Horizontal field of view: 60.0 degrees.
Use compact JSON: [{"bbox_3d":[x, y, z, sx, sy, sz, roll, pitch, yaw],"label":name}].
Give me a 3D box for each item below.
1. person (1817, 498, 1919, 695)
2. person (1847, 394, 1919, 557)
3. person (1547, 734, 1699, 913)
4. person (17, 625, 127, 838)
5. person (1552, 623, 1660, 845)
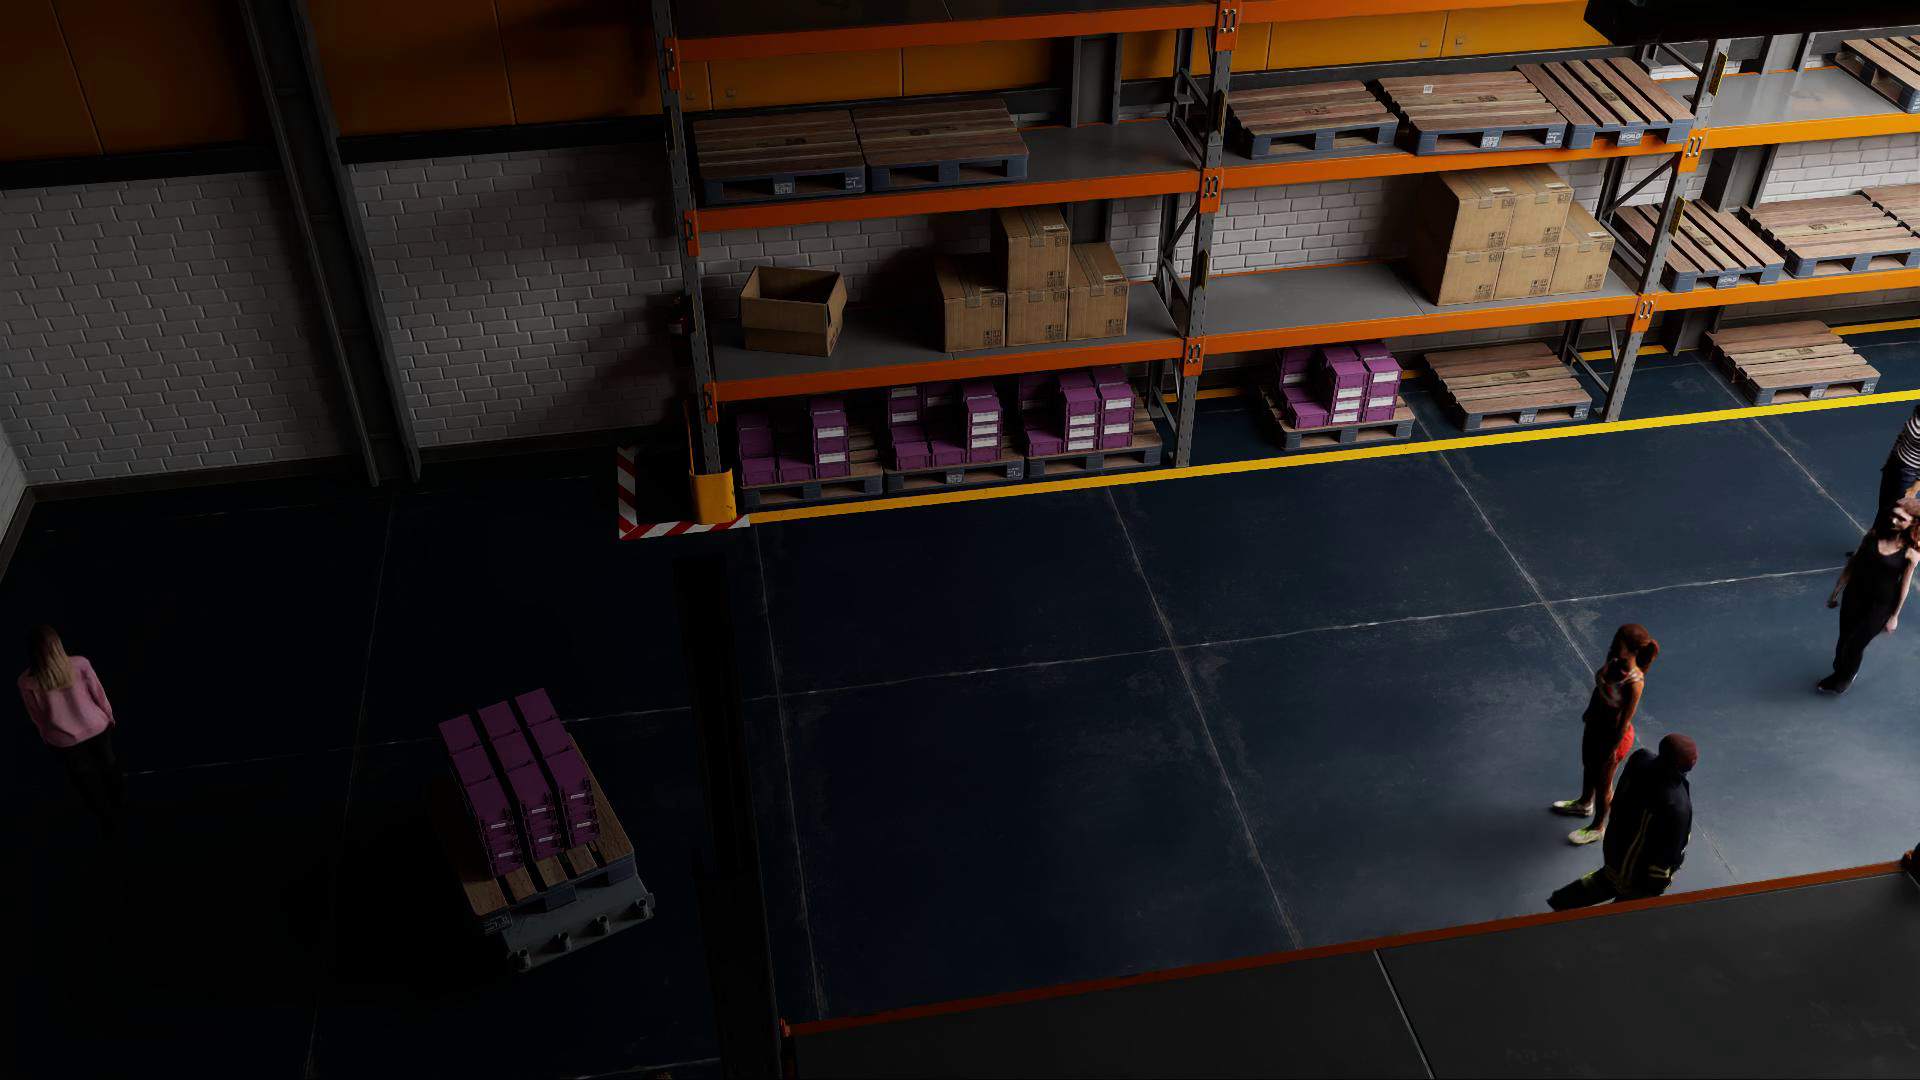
[{"bbox_3d":[6.493,0.390,11.753,0.753,1.734,0.716,-21,43,-24],"label":"person"},{"bbox_3d":[7.281,-0.491,12.808,0.572,1.795,0.635,1,39,1],"label":"person"},{"bbox_3d":[3.992,1.824,9.897,0.986,1.809,0.814,-1,39,-1],"label":"person"},{"bbox_3d":[-5.676,1.259,10.715,0.889,1.672,0.852,-21,43,-25],"label":"person"},{"bbox_3d":[4.167,1.225,10.669,0.569,1.782,0.600,-2,39,-3],"label":"person"}]
